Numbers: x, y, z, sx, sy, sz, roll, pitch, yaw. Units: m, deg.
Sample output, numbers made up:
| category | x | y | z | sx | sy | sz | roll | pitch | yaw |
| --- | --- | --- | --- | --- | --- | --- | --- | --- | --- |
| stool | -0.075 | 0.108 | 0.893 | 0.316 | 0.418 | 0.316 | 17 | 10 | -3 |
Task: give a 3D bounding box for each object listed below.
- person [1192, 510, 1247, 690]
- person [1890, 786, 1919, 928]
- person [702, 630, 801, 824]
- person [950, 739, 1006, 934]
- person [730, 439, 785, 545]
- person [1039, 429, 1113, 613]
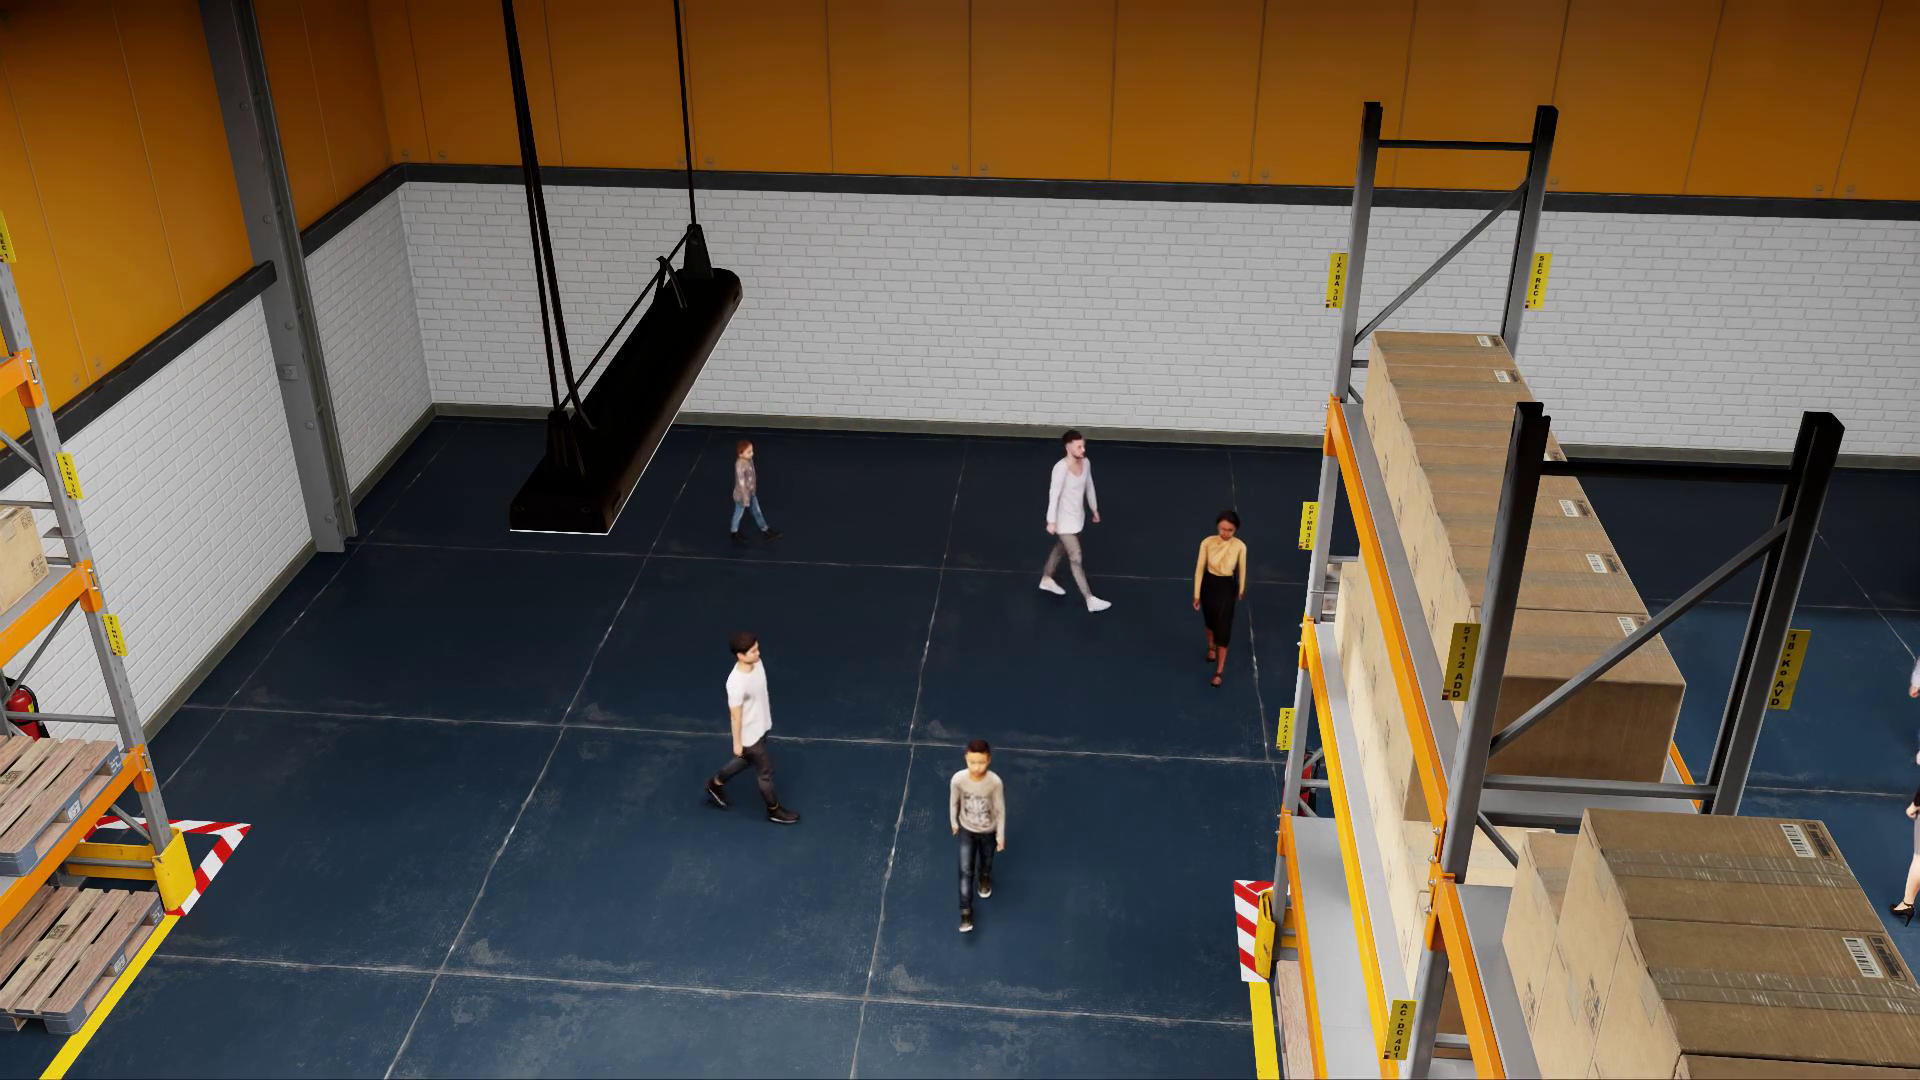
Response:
| category | x | y | z | sx | sy | sz | roll | pitch | yaw |
| --- | --- | --- | --- | --- | --- | --- | --- | --- | --- |
| person | 2.289 | 0.429 | 14.662 | 0.678 | 1.627 | 0.959 | 8 | 30 | 14 |
| person | 6.921 | 1.932 | 11.683 | 0.595 | 1.843 | 0.536 | 3 | 29 | 6 |
| person | -1.671 | 1.420 | 12.774 | 0.774 | 1.695 | 1.007 | 6 | 29 | 11 |
| person | 0.147 | 2.020 | 11.953 | 0.582 | 1.429 | 1.002 | 0 | 29 | 1 |
| person | -2.221 | -0.481 | 16.812 | 0.698 | 1.166 | 0.790 | 10 | 30 | 17 |
| person | 0.966 | -0.221 | 15.682 | 1.115 | 1.792 | 1.166 | 20 | 34 | 32 |
